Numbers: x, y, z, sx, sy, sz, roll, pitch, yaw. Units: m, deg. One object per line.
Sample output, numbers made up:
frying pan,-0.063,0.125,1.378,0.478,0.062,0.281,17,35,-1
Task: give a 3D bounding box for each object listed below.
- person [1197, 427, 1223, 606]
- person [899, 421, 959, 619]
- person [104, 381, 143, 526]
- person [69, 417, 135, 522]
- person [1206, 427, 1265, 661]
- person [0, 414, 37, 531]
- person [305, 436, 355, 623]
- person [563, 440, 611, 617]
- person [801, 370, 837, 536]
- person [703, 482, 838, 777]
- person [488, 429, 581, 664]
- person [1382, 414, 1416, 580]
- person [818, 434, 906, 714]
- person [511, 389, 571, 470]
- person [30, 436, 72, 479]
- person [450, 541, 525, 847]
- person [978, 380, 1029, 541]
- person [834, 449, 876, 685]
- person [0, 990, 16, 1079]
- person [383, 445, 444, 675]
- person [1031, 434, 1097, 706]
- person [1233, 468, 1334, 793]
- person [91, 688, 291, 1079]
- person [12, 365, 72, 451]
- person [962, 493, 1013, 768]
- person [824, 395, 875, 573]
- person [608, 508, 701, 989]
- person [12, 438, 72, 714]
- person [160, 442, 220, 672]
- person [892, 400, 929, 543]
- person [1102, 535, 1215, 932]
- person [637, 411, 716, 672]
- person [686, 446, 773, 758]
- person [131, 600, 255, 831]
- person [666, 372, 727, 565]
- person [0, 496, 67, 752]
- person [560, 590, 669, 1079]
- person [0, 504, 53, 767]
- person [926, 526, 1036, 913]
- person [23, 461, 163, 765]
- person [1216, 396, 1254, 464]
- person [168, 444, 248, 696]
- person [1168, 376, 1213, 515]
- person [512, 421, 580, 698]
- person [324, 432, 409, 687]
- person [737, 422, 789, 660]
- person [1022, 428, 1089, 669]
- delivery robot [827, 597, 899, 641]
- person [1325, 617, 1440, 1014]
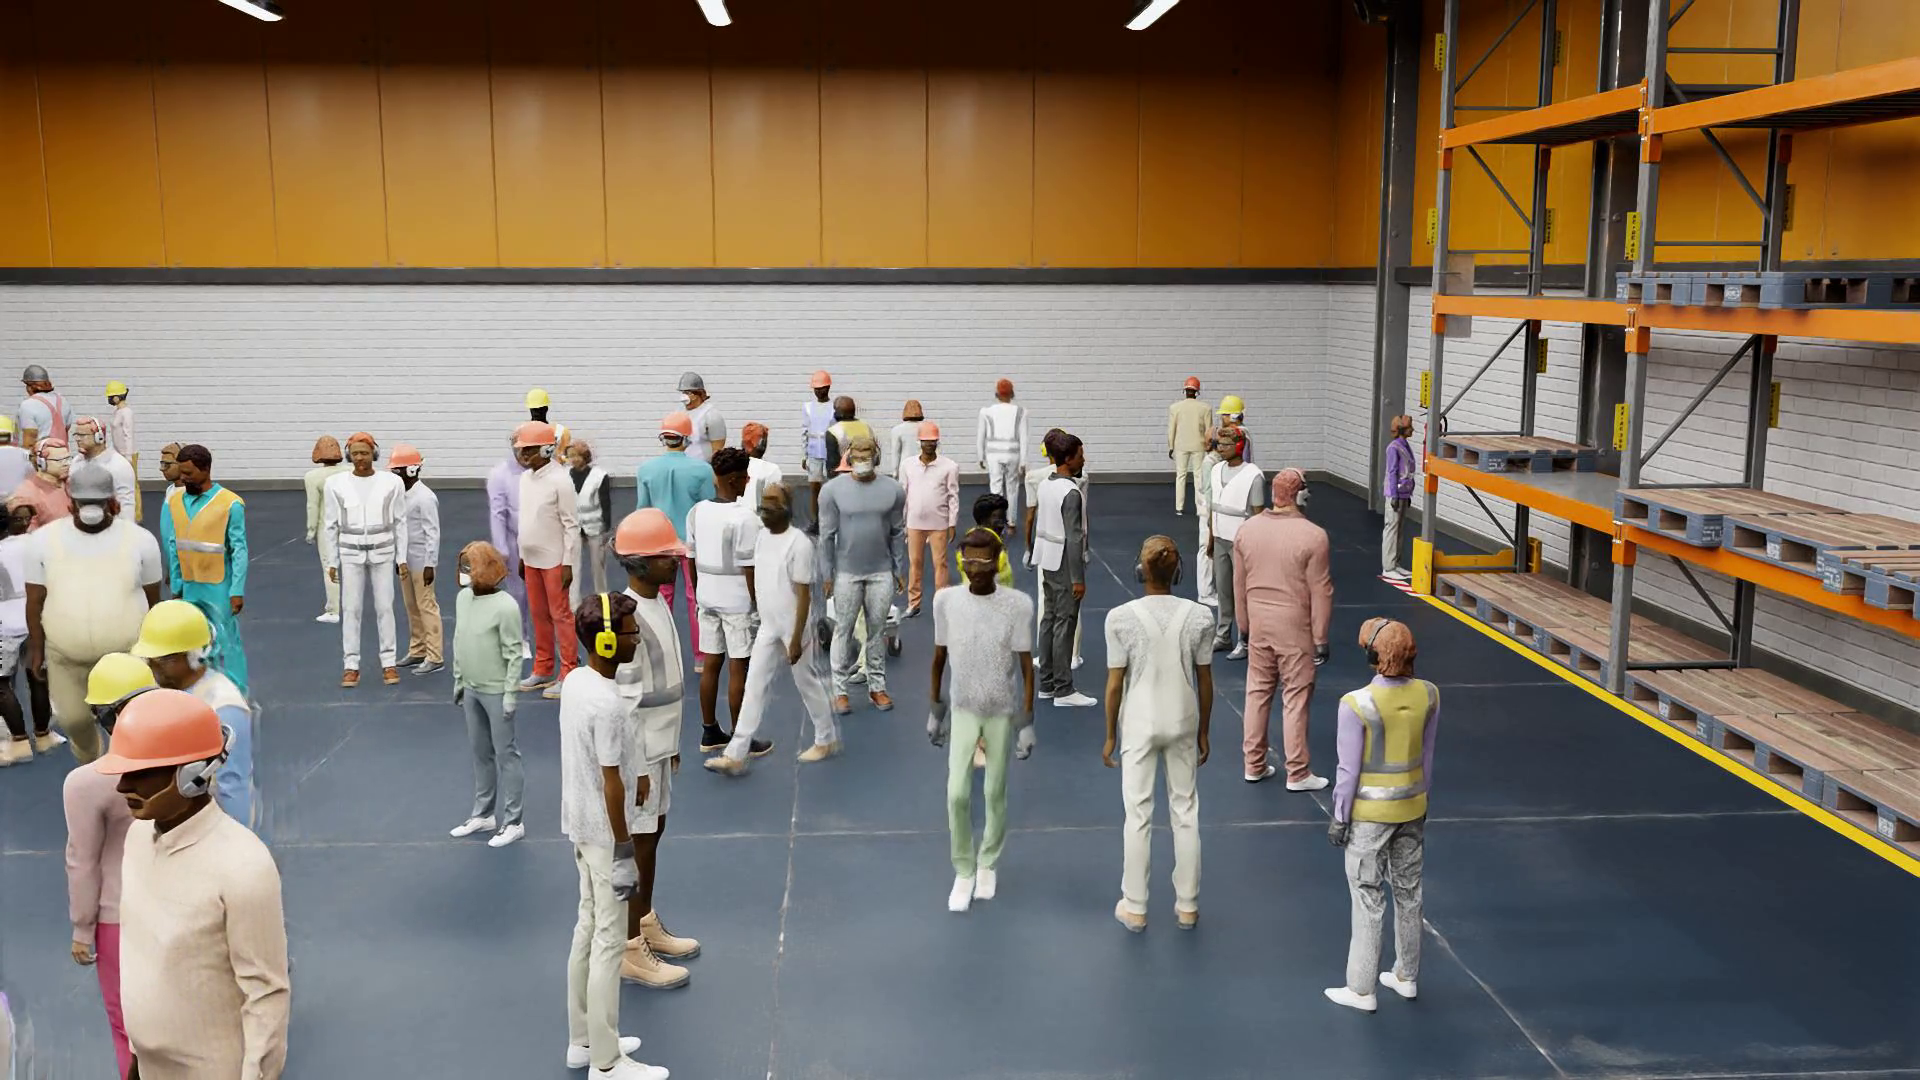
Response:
person,2.331,-0.222,15.300,0.311,1.642,0.513,3,9,17
person,-0.286,-0.171,14.618,0.563,1.755,0.318,2,9,14
person,-10.071,-1.029,20.017,0.339,1.761,0.524,-7,12,-39
person,-6.867,-0.028,13.252,0.639,1.910,0.406,4,10,24
person,2.176,0.021,13.137,0.372,1.843,0.570,-6,11,-31
person,-8.452,-0.222,14.823,0.603,1.806,0.843,-9,12,-43
person,-5.470,-0.095,14.527,0.281,1.634,0.498,7,12,39
person,-3.266,-0.053,14.385,0.523,1.598,0.804,1,9,5
person,-1.580,-0.989,19.192,0.551,1.935,0.375,2,9,15
person,-1.106,0.540,10.077,0.514,1.786,0.983,8,12,42
person,-3.283,0.065,12.850,0.658,1.850,0.984,-4,10,-25
person,4.384,-0.433,16.616,0.309,1.645,0.515,5,10,28
person,-0.668,0.231,11.528,0.629,1.939,0.371,-3,10,-18
person,-4.084,-0.515,16.245,0.587,1.928,0.362,0,9,2
person,-6.728,0.134,12.447,0.339,1.838,0.515,1,9,9
person,-2.520,0.809,8.851,0.497,1.633,0.278,7,11,36
person,0.498,-0.929,19.176,0.580,1.823,1.020,0,9,-1
person,-0.757,0.193,12.338,0.336,1.753,0.564,0,9,-2
person,-2.148,1.584,3.460,0.662,1.808,0.659,1,9,7
person,-4.167,0.145,12.648,0.343,1.749,0.572,-8,12,-42
person,0.718,0.209,11.726,0.392,1.920,0.588,-3,10,-19
person,1.921,0.524,9.802,0.399,1.905,0.643,-9,12,-43
person,-1.968,1.354,4.298,0.612,1.995,0.382,6,11,33
person,-10.275,-0.941,18.569,0.539,2.000,0.689,1,9,9
person,0.164,0.545,10.308,0.317,1.696,0.540,3,9,17
person,-1.163,-0.544,16.772,0.631,1.828,0.563,-8,12,-40
person,-1.322,0.877,7.142,0.377,2.045,0.605,0,9,2
person,-6.252,0.240,11.571,0.401,1.906,0.651,1,9,5
person,-5.529,0.219,11.897,0.508,1.846,0.345,6,11,35
person,-0.522,-0.769,18.788,0.503,1.627,0.276,-1,9,-9
person,0.909,0.892,7.670,0.507,1.847,0.351,0,9,-2
person,-2.142,0.020,12.672,0.613,1.995,0.391,1,9,6
person,-1.452,0.387,10.461,0.614,1.963,0.362,8,12,40
person,-2.906,1.103,6.412,0.631,1.820,0.500,7,12,39
person,-2.776,-0.720,17.177,0.674,2.000,0.535,6,11,34
person,-5.957,0.533,10.571,0.311,1.637,0.521,5,10,30
person,-1.324,1.110,6.225,0.317,1.870,0.523,-5,10,-28
person,-5.862,0.562,10.325,0.350,1.673,0.614,3,10,19
person,0.087,0.852,7.901,0.556,1.844,0.653,1,9,7
person,-4.834,0.529,9.335,0.689,2.000,0.828,-3,10,-20
person,2.730,-0.530,16.650,0.403,1.827,0.600,0,9,2
person,-5.030,0.305,11.149,0.591,1.913,0.390,3,9,18
person,2.913,-1.187,21.008,0.569,1.749,0.342,2,9,11
person,-2.987,0.136,11.944,0.622,1.992,0.394,8,12,40
person,-4.367,0.141,12.270,0.575,1.882,0.359,-3,10,-18
person,-1.609,0.014,13.056,0.574,1.887,0.360,5,10,28
person,0.735,0.071,12.776,0.513,1.863,0.335,0,9,-2
delivery robot,-0.777,0.596,13.271,0.477,0.478,0.707,-5,11,-30
person,1.741,1.127,6.836,0.514,1.641,0.307,-5,10,-29
